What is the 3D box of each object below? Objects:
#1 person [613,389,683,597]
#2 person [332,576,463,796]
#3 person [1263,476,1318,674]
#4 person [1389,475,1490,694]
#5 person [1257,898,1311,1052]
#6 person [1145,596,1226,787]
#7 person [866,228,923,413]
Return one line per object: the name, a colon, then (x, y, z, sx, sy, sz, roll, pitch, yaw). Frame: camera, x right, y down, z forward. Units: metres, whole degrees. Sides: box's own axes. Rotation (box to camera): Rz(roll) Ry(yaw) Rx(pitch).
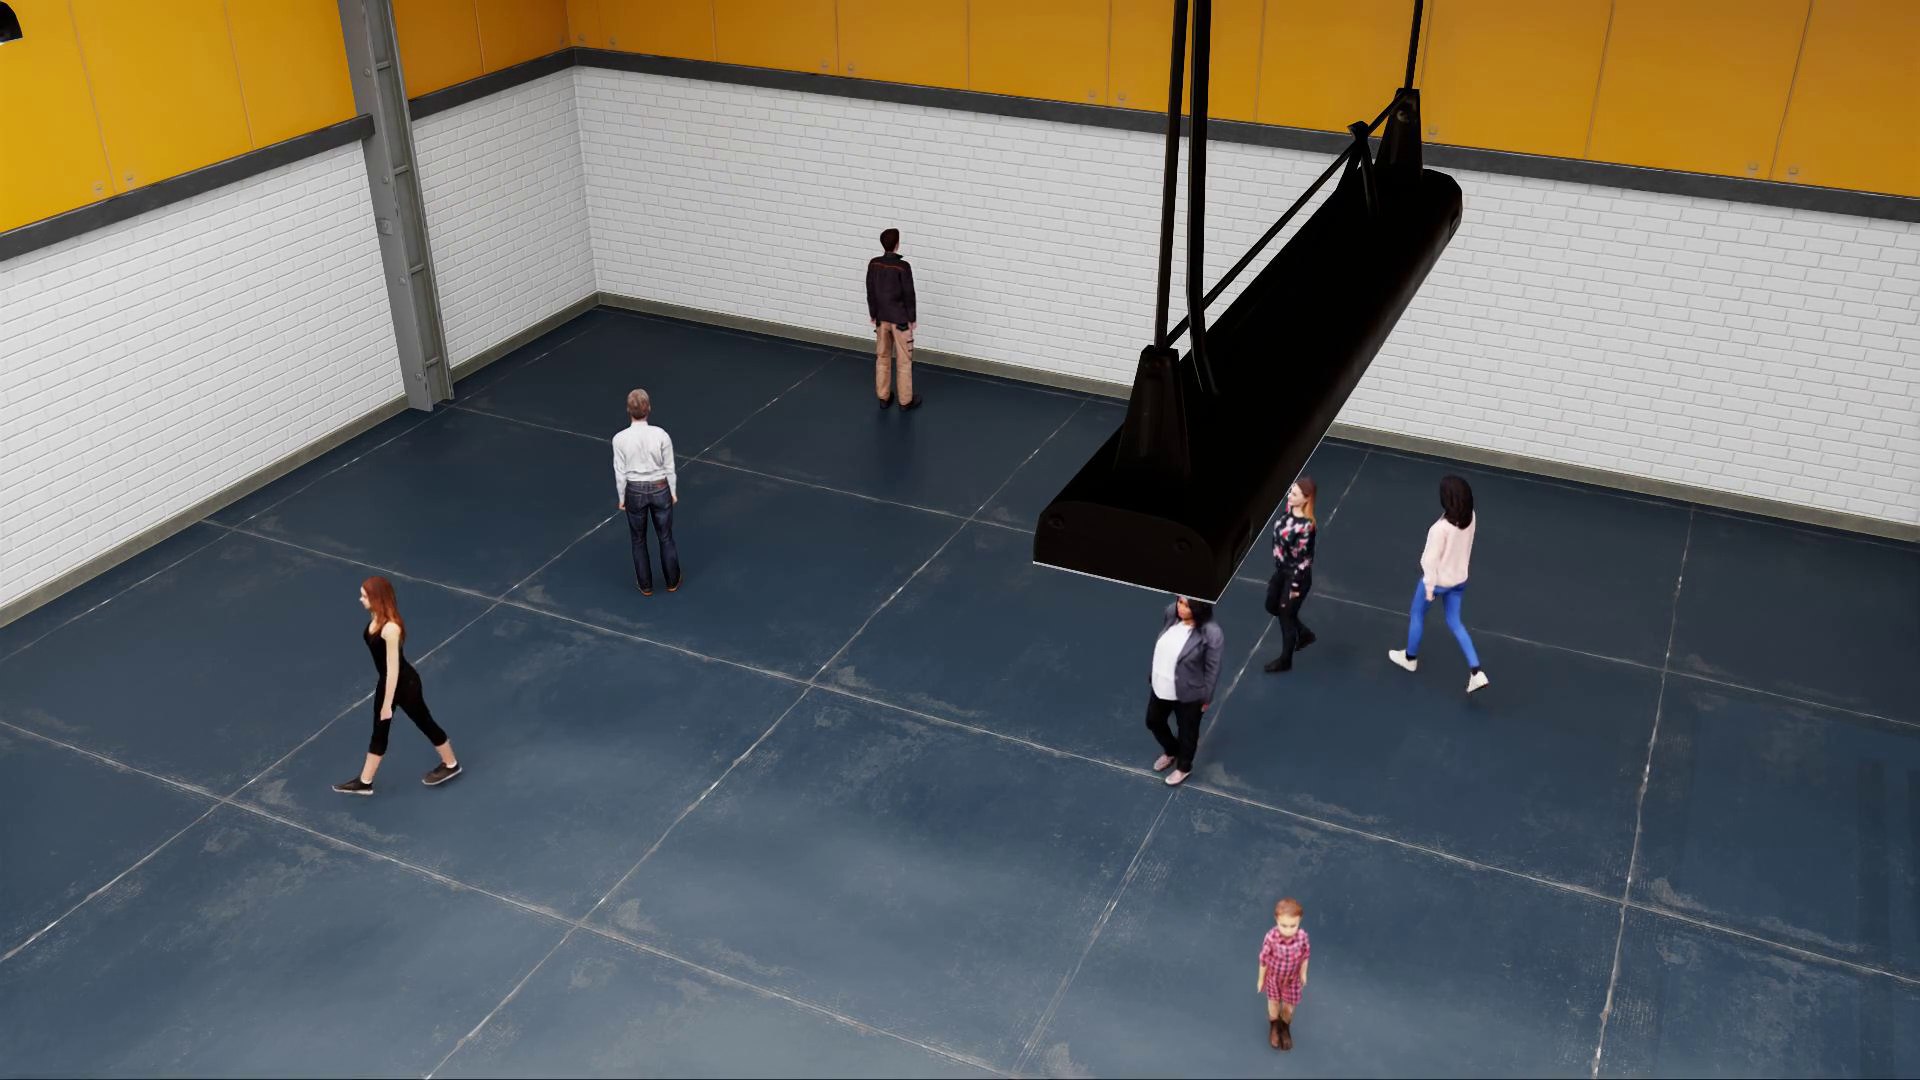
person: (-2.580, -0.395, 13.723, 0.738, 1.820, 0.768, -6, 29, -11)
person: (-3.725, 0.981, 11.333, 1.165, 1.693, 0.950, -18, 34, -30)
person: (2.602, 0.258, 12.682, 0.825, 1.670, 0.771, -6, 29, -10)
person: (3.695, 0.353, 12.434, 1.153, 1.741, 1.123, -15, 32, -25)
person: (1.833, 2.413, 9.418, 0.490, 1.014, 0.514, 2, 29, 3)
person: (1.580, 0.962, 11.477, 0.787, 1.590, 0.784, -24, 36, -36)
person: (-0.687, -2.256, 17.027, 0.682, 1.924, 0.573, 12, 31, 21)
